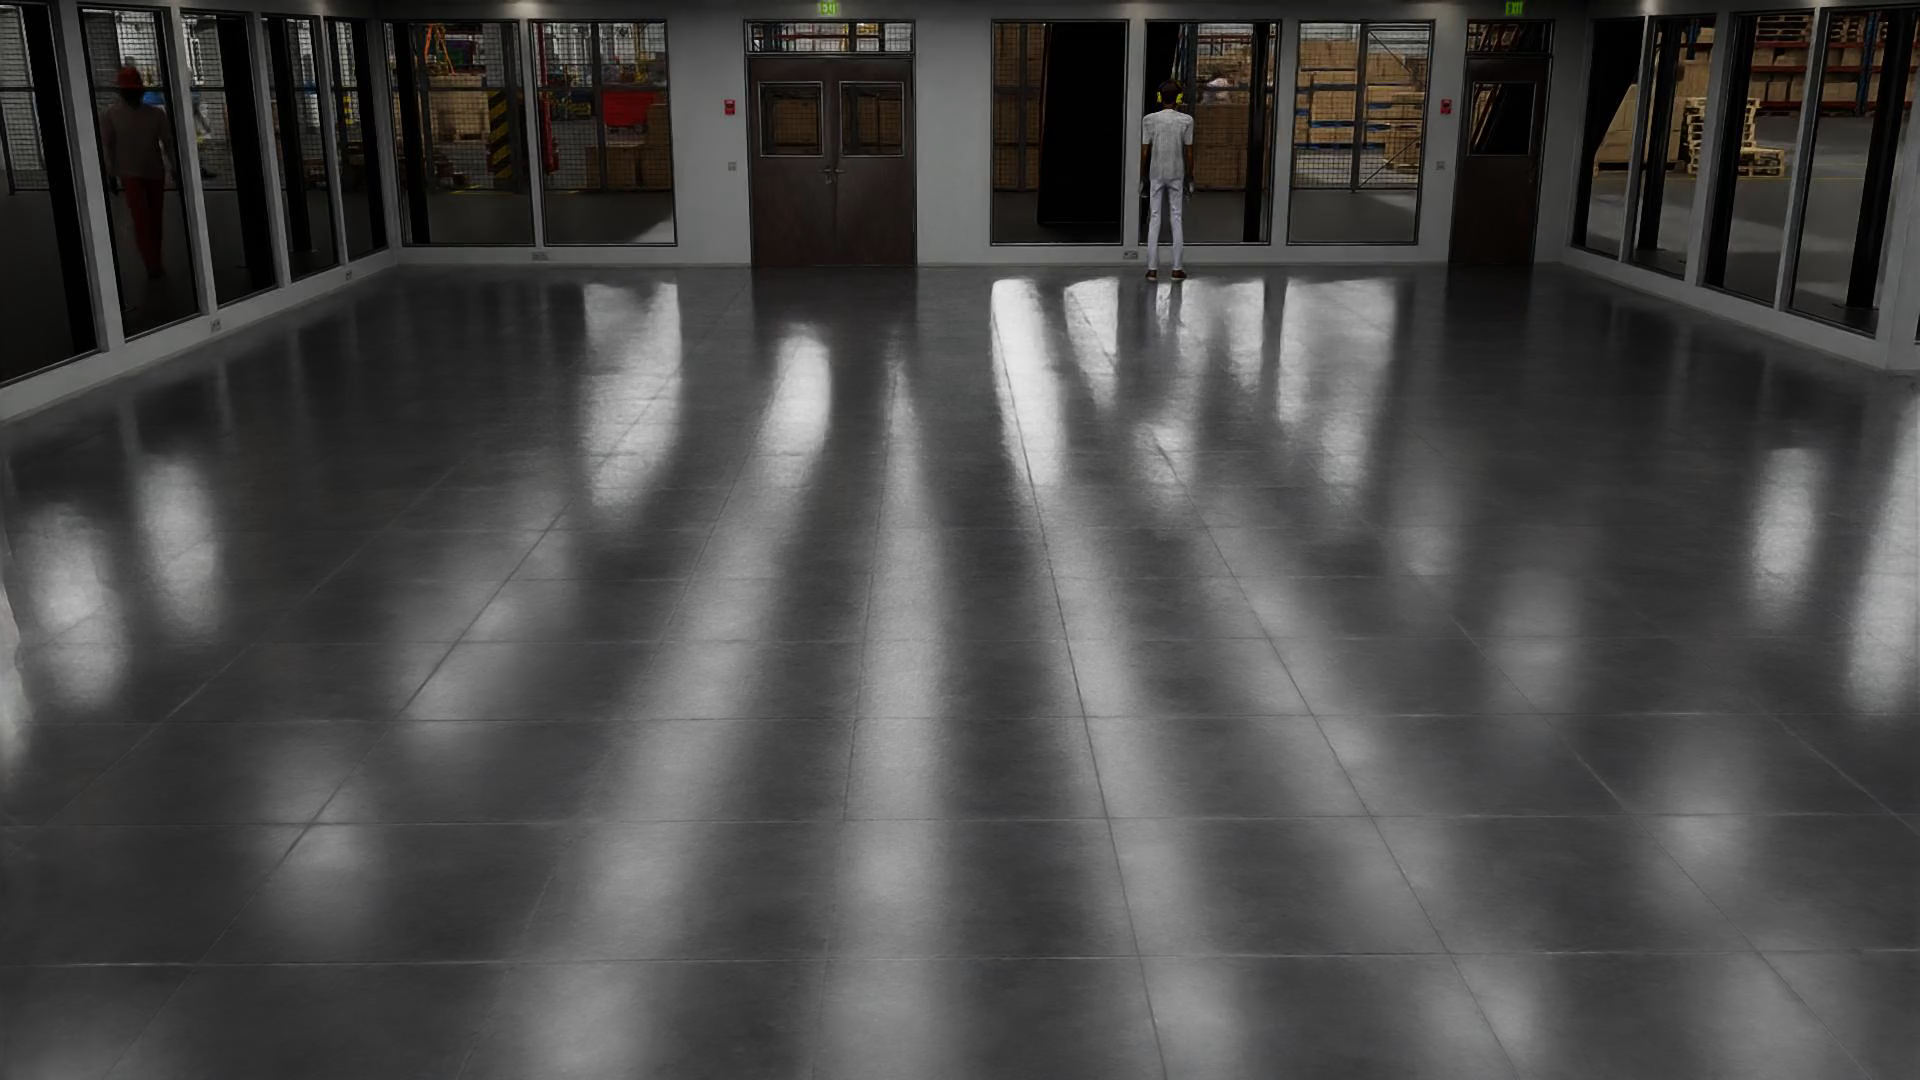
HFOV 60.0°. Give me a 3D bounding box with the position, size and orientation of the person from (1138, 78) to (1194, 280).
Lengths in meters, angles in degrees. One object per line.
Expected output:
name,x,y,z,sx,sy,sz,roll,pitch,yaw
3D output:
person,1.959,-3.407,15.766,0.532,1.869,0.311,3,17,11
